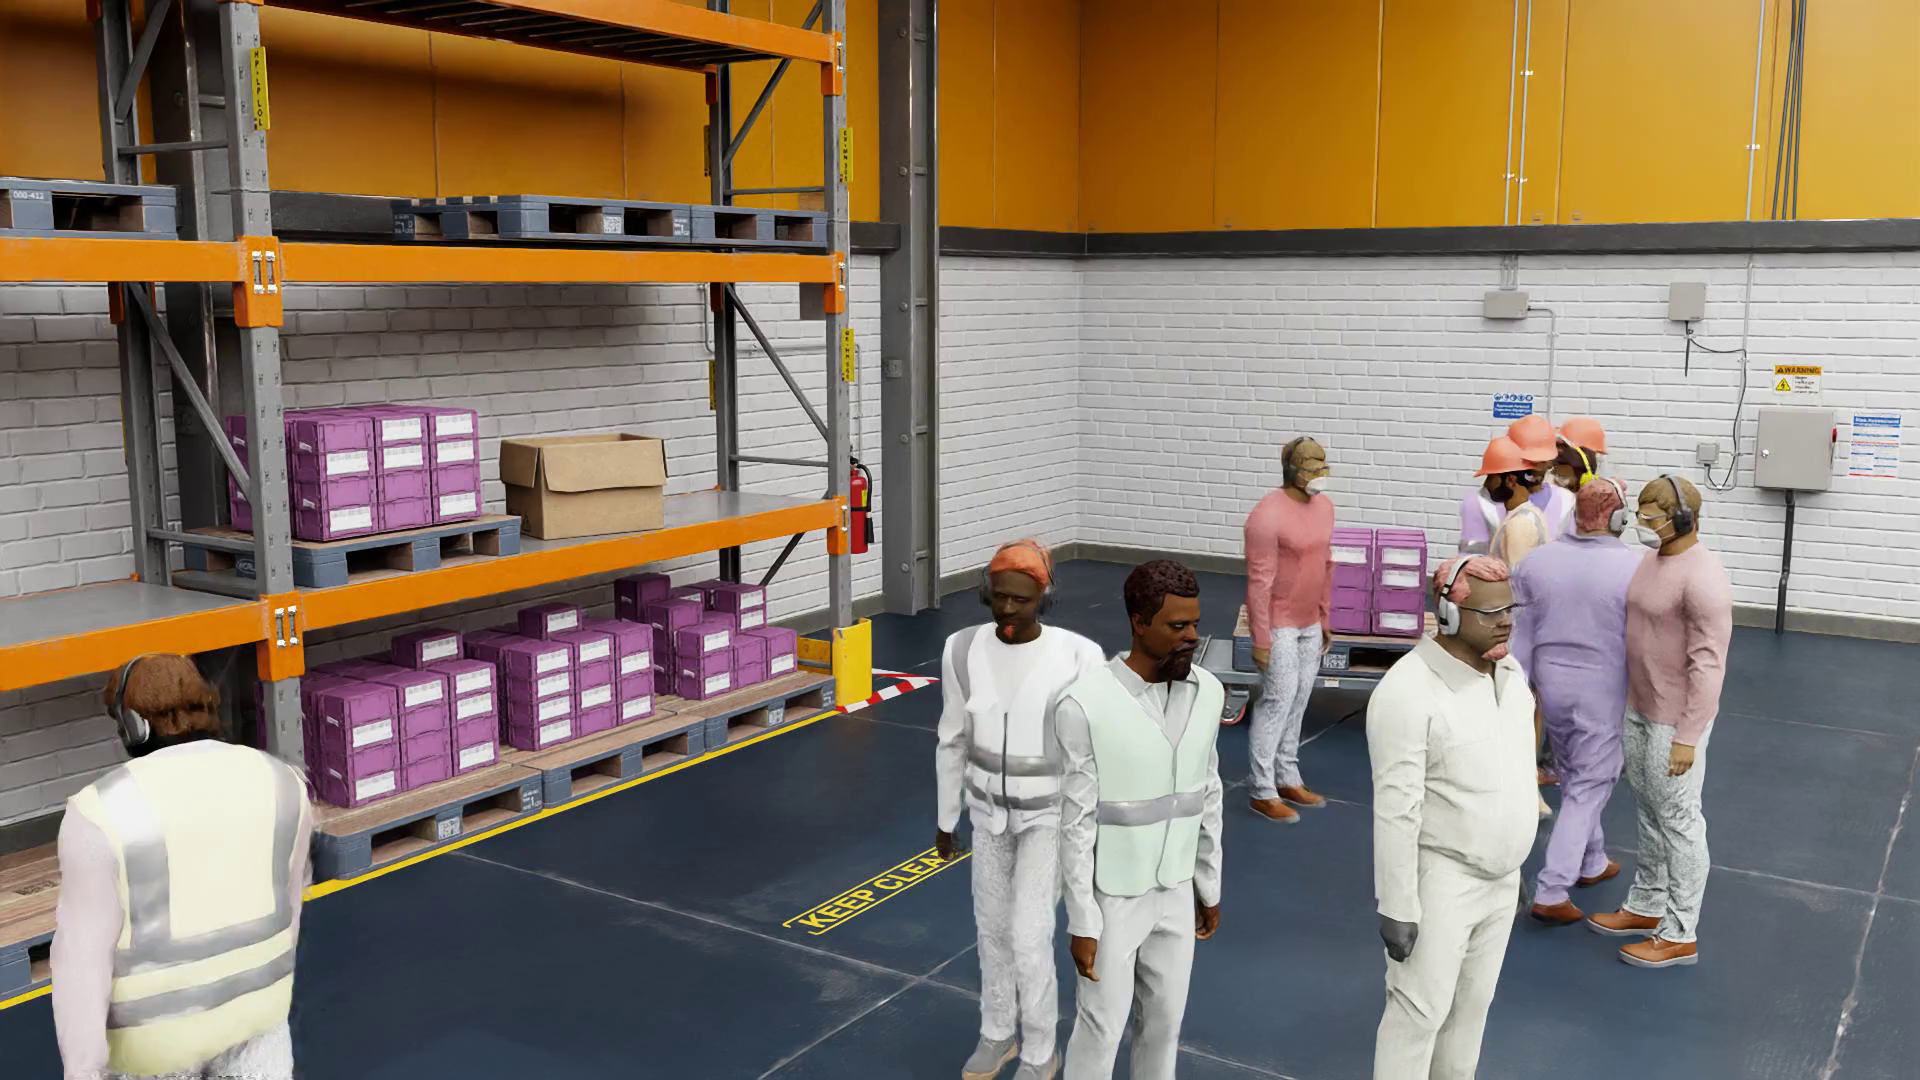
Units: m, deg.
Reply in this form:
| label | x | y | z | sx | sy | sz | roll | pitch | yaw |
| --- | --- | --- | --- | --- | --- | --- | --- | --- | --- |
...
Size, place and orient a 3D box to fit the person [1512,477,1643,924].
| label | x | y | z | sx | sy | sz | roll | pitch | yaw |
| --- | --- | --- | --- | --- | --- | --- | --- | --- | --- |
| person | 2.671 | 0.659 | 7.032 | 0.913 | 1.862 | 0.654 | -7 | 11 | -40 |

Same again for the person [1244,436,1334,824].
| label | x | y | z | sx | sy | sz | roll | pitch | yaw |
| --- | --- | --- | --- | --- | --- | --- | --- | --- | --- |
| person | 1.633 | 0.442 | 8.265 | 0.398 | 1.928 | 0.633 | 9 | 12 | 44 |

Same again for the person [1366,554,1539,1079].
| label | x | y | z | sx | sy | sz | roll | pitch | yaw |
| --- | --- | --- | --- | --- | --- | --- | --- | --- | --- |
| person | 1.439 | 0.981 | 4.776 | 0.654 | 1.906 | 0.406 | -8 | 12 | -41 |

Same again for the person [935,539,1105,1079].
| label | x | y | z | sx | sy | sz | roll | pitch | yaw |
| --- | --- | --- | --- | --- | --- | --- | --- | --- | --- |
| person | 0.181 | 0.917 | 5.351 | 0.616 | 1.856 | 0.601 | 5 | 10 | 28 |

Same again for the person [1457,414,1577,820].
| label | x | y | z | sx | sy | sz | roll | pitch | yaw |
| --- | --- | --- | --- | --- | --- | --- | --- | --- | --- |
| person | 2.758 | 0.390 | 8.219 | 0.621 | 2.032 | 0.433 | 0 | 9 | 0 |

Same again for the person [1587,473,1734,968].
| label | x | y | z | sx | sy | sz | roll | pitch | yaw |
| --- | --- | --- | --- | --- | --- | --- | --- | --- | --- |
| person | 2.762 | 0.699 | 6.518 | 0.370 | 1.936 | 0.627 | 0 | 9 | 2 |

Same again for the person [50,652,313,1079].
| label | x | y | z | sx | sy | sz | roll | pitch | yaw |
| --- | --- | --- | --- | --- | --- | --- | --- | --- | --- |
| person | -1.919 | 1.162 | 4.044 | 0.974 | 1.773 | 0.694 | 6 | 11 | 36 |

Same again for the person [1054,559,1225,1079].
| label | x | y | z | sx | sy | sz | roll | pitch | yaw |
| --- | --- | --- | --- | --- | --- | --- | --- | --- | --- |
| person | 0.504 | 0.991 | 4.705 | 0.591 | 1.913 | 0.394 | -6 | 11 | -36 |

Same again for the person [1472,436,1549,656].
| label | x | y | z | sx | sy | sz | roll | pitch | yaw |
| --- | --- | --- | --- | --- | --- | --- | --- | --- | --- |
| person | 2.674 | 0.456 | 8.147 | 0.388 | 1.924 | 0.549 | 3 | 9 | 20 |
